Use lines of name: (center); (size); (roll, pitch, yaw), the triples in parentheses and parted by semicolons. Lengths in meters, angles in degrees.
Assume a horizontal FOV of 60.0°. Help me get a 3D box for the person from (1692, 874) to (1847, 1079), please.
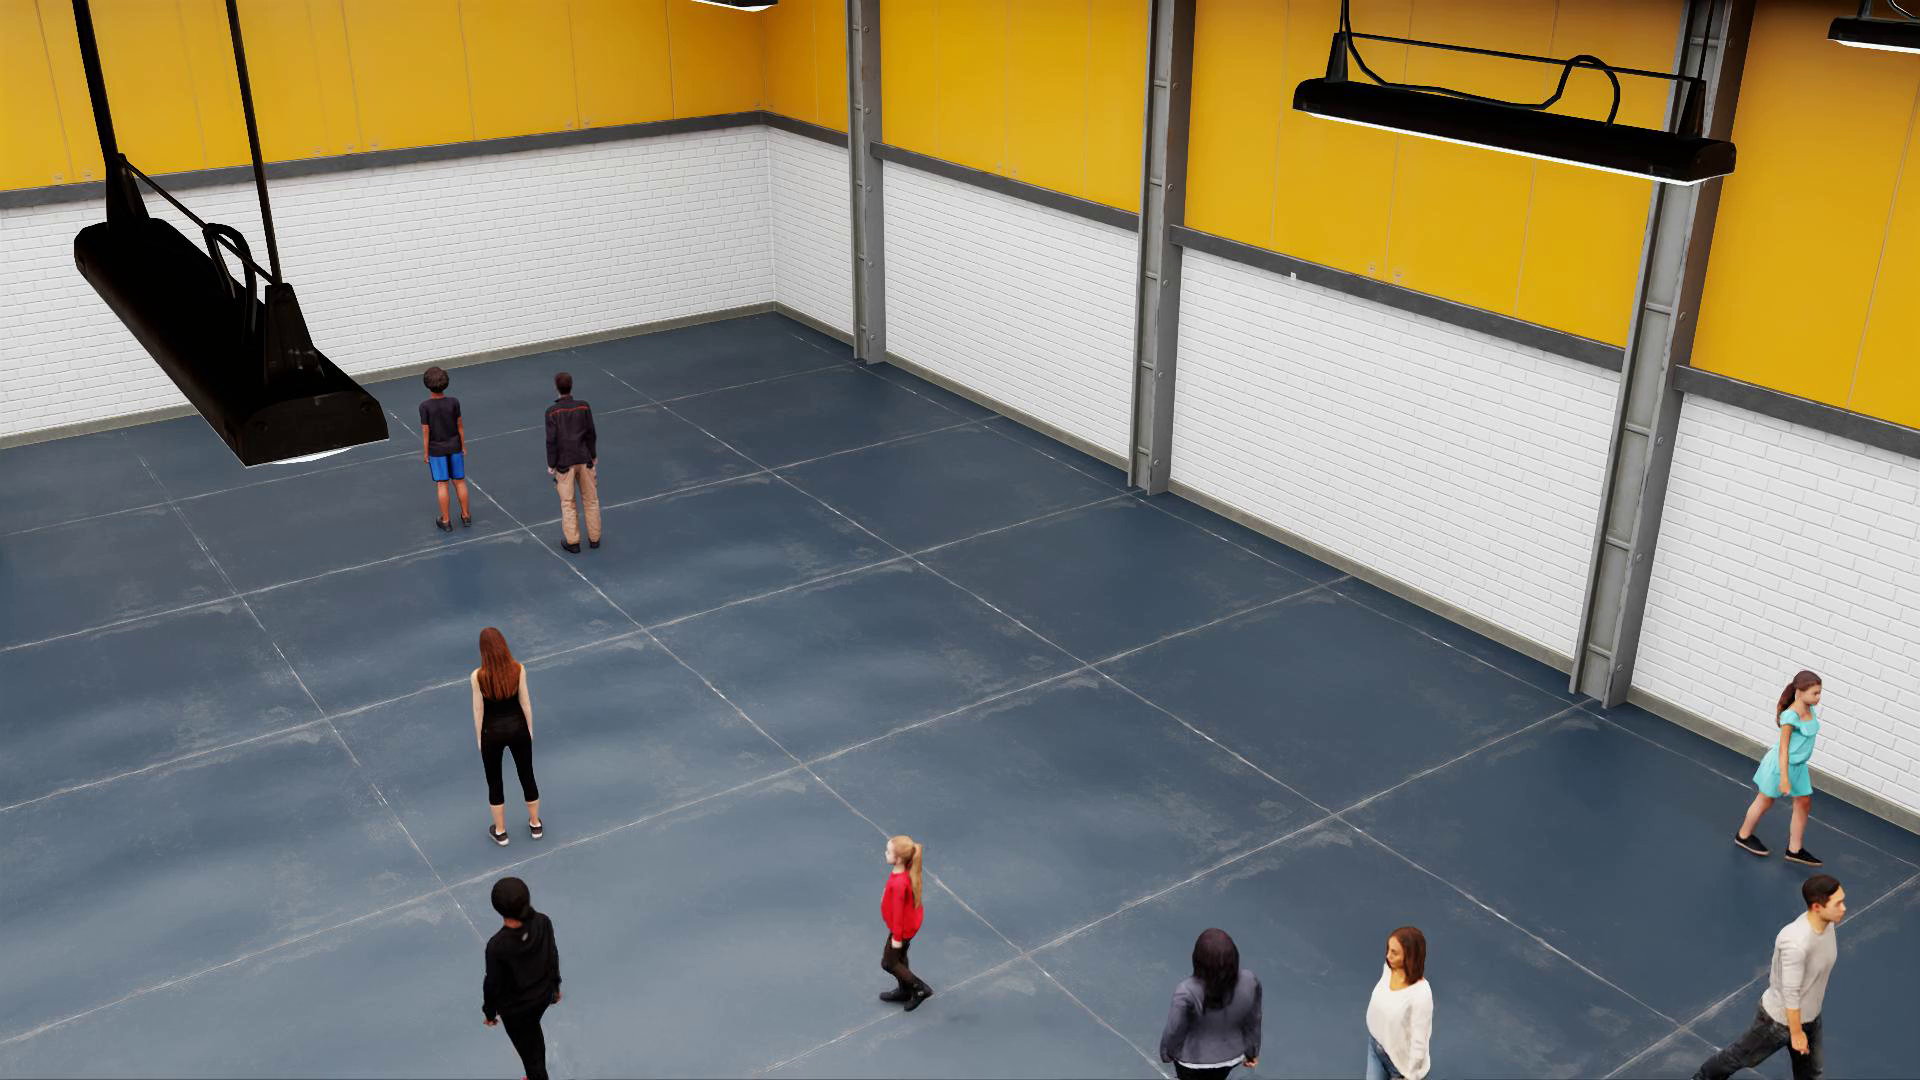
person: (4.608, 2.649, 9.461); (0.665, 1.769, 1.137); (-18, 29, -35)

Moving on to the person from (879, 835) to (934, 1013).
person: (-0.318, 2.444, 10.548); (0.700, 1.274, 0.642); (2, 24, 4)

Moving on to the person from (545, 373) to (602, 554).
person: (-3.993, -0.800, 17.161); (0.704, 1.921, 0.607); (-13, 27, -28)

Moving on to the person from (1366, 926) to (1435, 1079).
person: (2.494, 2.836, 9.169); (0.871, 1.661, 0.944); (-6, 24, -13)

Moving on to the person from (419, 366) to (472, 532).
person: (-5.488, -0.976, 17.718); (0.601, 1.798, 0.554); (-15, 28, -31)

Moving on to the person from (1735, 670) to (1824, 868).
person: (5.942, 1.616, 12.114); (0.565, 1.536, 0.821); (-17, 29, -34)

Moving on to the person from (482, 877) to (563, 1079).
person: (-2.437, 2.673, 9.539); (0.735, 1.663, 0.702); (18, 29, 35)

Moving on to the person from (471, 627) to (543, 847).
person: (-3.363, 1.440, 12.286); (0.605, 1.722, 0.583); (-9, 25, -21)

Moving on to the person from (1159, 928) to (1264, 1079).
person: (1.414, 2.876, 9.196); (0.847, 1.565, 1.065); (-8, 25, -18)
